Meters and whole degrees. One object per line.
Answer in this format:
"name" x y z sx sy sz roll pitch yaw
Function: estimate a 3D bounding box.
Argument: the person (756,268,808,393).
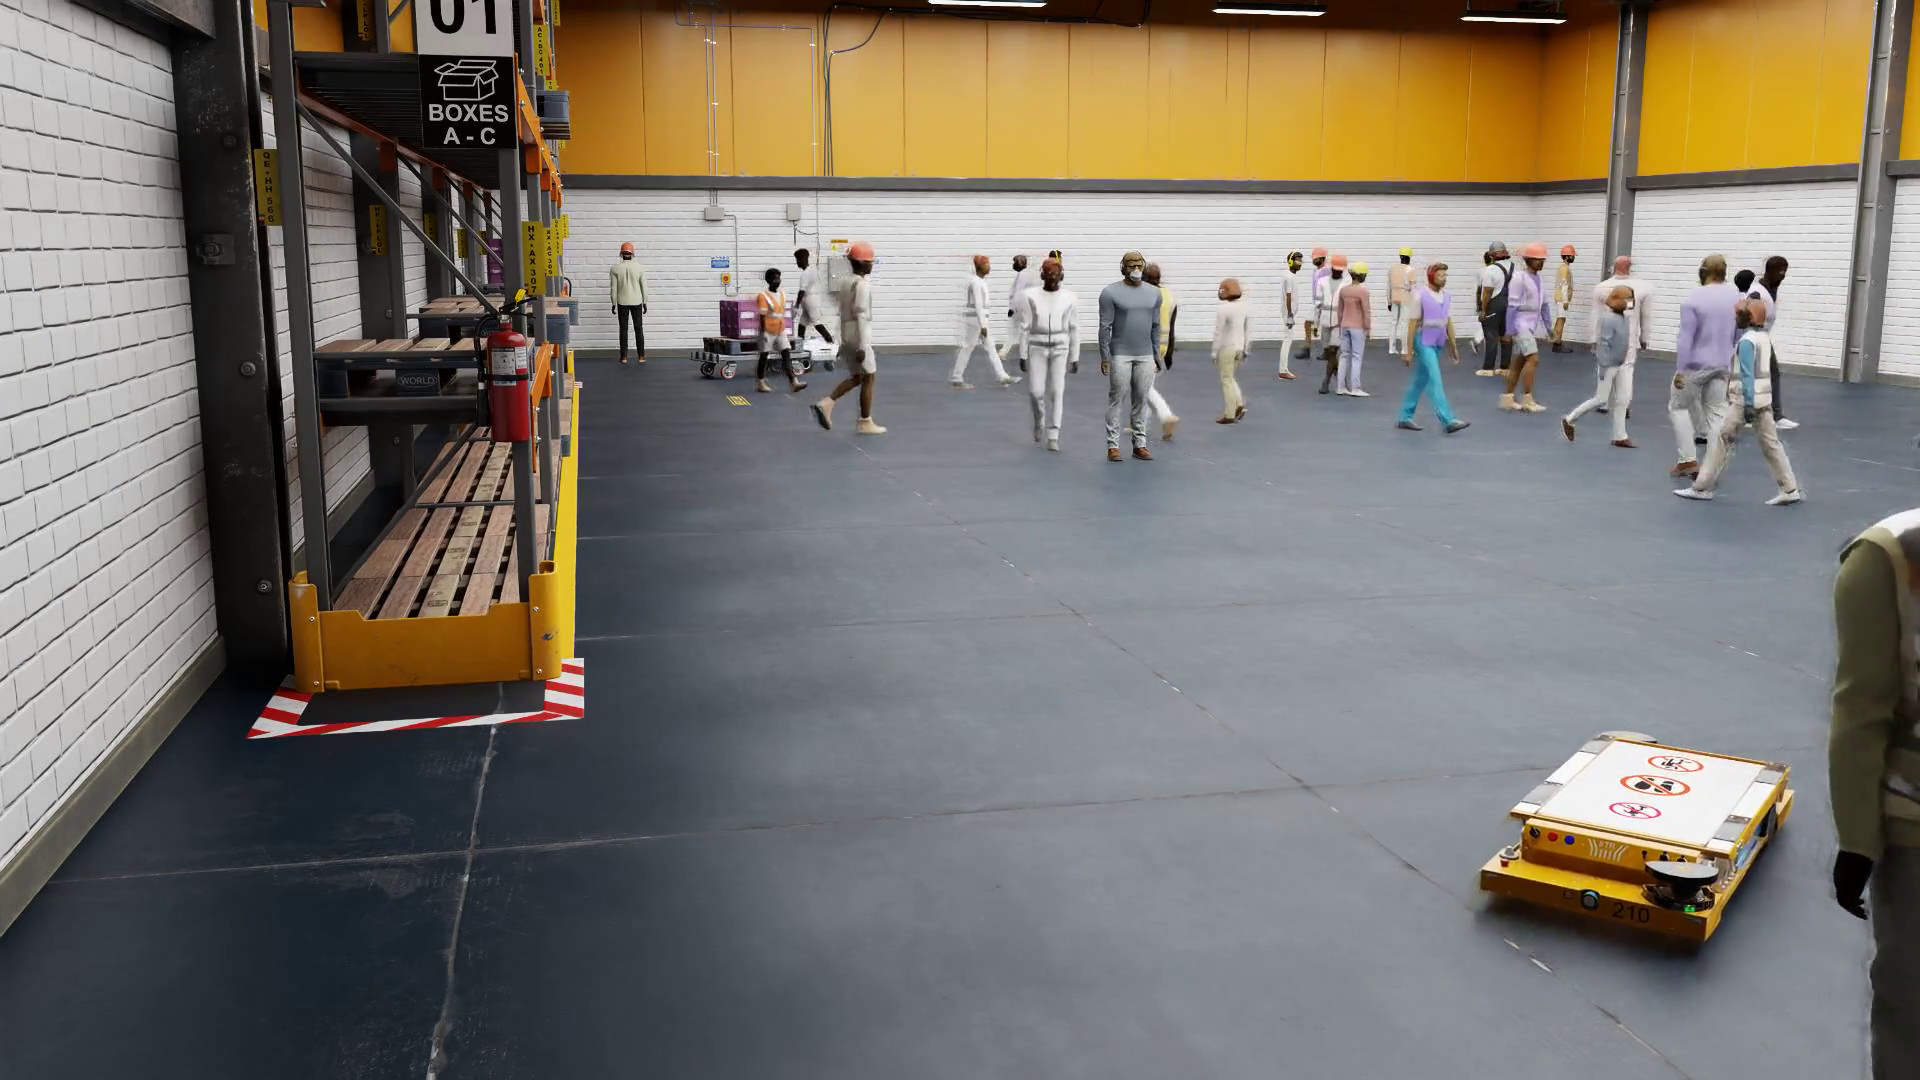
"person" -2.426 -2.761 22.063 0.861 1.647 0.553 9 14 41

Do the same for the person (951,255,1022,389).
"person" 0.318 -2.948 22.624 0.999 1.823 0.594 2 10 11

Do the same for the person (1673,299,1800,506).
"person" 6.096 -1.060 12.838 0.896 1.590 0.516 9 14 41

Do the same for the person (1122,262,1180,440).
"person" 1.967 -1.923 16.994 0.617 1.821 0.831 -9 13 -40

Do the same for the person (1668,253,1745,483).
"person" 6.272 -1.446 14.037 0.664 1.920 0.568 -2 10 -12

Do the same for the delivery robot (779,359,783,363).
"delivery robot" -2.854 -2.985 26.103 0.477 0.478 0.707 1 10 7

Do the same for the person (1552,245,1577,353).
"person" 10.967 -4.363 30.165 0.358 1.938 0.542 2 10 12

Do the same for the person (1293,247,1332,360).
"person" 6.015 -3.989 28.152 0.793 1.905 0.563 -3 11 -18

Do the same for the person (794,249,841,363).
"person" -2.477 -3.889 27.685 1.046 1.906 0.626 0 10 1

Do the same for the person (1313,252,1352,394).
"person" 5.046 -2.911 22.294 0.561 1.889 0.847 7 12 32

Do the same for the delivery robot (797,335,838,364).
"delivery robot" -2.257 -2.929 25.794 0.707 0.478 0.477 -5 11 -24

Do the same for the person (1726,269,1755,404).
"person" 9.048 -2.281 19.299 0.532 1.696 0.319 6 12 30

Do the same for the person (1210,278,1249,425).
"person" 2.957 -2.076 18.347 0.524 1.617 0.343 -10 14 -42

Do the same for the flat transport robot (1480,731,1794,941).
"flat transport robot" 2.278 0.924 5.493 0.652 0.197 1.431 7 13 35

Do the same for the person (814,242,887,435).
"person" -1.136 -2.082 17.302 0.681 2.023 0.621 -5 11 -27

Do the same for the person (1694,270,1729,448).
"person" 7.350 -1.793 16.275 0.605 1.810 0.459 -4 11 -22

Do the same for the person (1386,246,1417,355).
"person" 7.860 -4.249 29.567 0.388 1.926 0.590 -9 13 -40

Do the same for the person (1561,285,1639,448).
"person" 6.372 -1.719 16.441 0.509 1.611 0.703 -9 14 -42

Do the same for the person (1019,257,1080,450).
"person" 0.875 -1.799 16.126 0.594 1.872 0.408 0 10 -1

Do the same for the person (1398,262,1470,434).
"person" 5.038 -2.023 17.582 0.591 1.790 0.955 -9 13 -40

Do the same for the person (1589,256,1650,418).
"person" 7.647 -2.359 19.300 0.671 1.862 0.984 2 10 13

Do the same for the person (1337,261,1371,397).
"person" 5.164 -2.755 21.737 0.325 1.767 0.533 -6 12 -32

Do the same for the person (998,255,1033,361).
"person" 1.015 -3.884 27.922 0.963 1.797 0.620 0 10 0

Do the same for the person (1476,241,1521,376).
"person" 8.050 -3.487 25.026 0.672 2.000 0.536 -5 11 -25

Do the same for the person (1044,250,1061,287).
"person" 1.641 -4.173 29.341 0.332 1.866 0.515 -5 11 -24

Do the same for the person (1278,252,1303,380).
"person" 4.861 -3.291 24.430 0.310 1.863 0.534 2 10 12

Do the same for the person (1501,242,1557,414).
"person" 6.772 -2.495 19.624 0.779 2.010 0.607 10 14 43

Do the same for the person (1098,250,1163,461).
"person" 1.583 -1.696 15.384 0.638 1.938 0.357 -3 11 -18

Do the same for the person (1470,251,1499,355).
"person" 9.305 -4.164 29.303 0.725 1.850 0.555 -4 11 -22

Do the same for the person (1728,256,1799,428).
"person" 8.670 -2.108 17.882 0.649 1.862 0.870 -9 13 -40

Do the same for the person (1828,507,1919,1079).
"person" 1.999 0.549 3.281 0.596 1.818 0.422 1 10 5

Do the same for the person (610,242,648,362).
"person" -5.520 -3.958 27.763 0.608 1.995 0.377 -3 11 -14
